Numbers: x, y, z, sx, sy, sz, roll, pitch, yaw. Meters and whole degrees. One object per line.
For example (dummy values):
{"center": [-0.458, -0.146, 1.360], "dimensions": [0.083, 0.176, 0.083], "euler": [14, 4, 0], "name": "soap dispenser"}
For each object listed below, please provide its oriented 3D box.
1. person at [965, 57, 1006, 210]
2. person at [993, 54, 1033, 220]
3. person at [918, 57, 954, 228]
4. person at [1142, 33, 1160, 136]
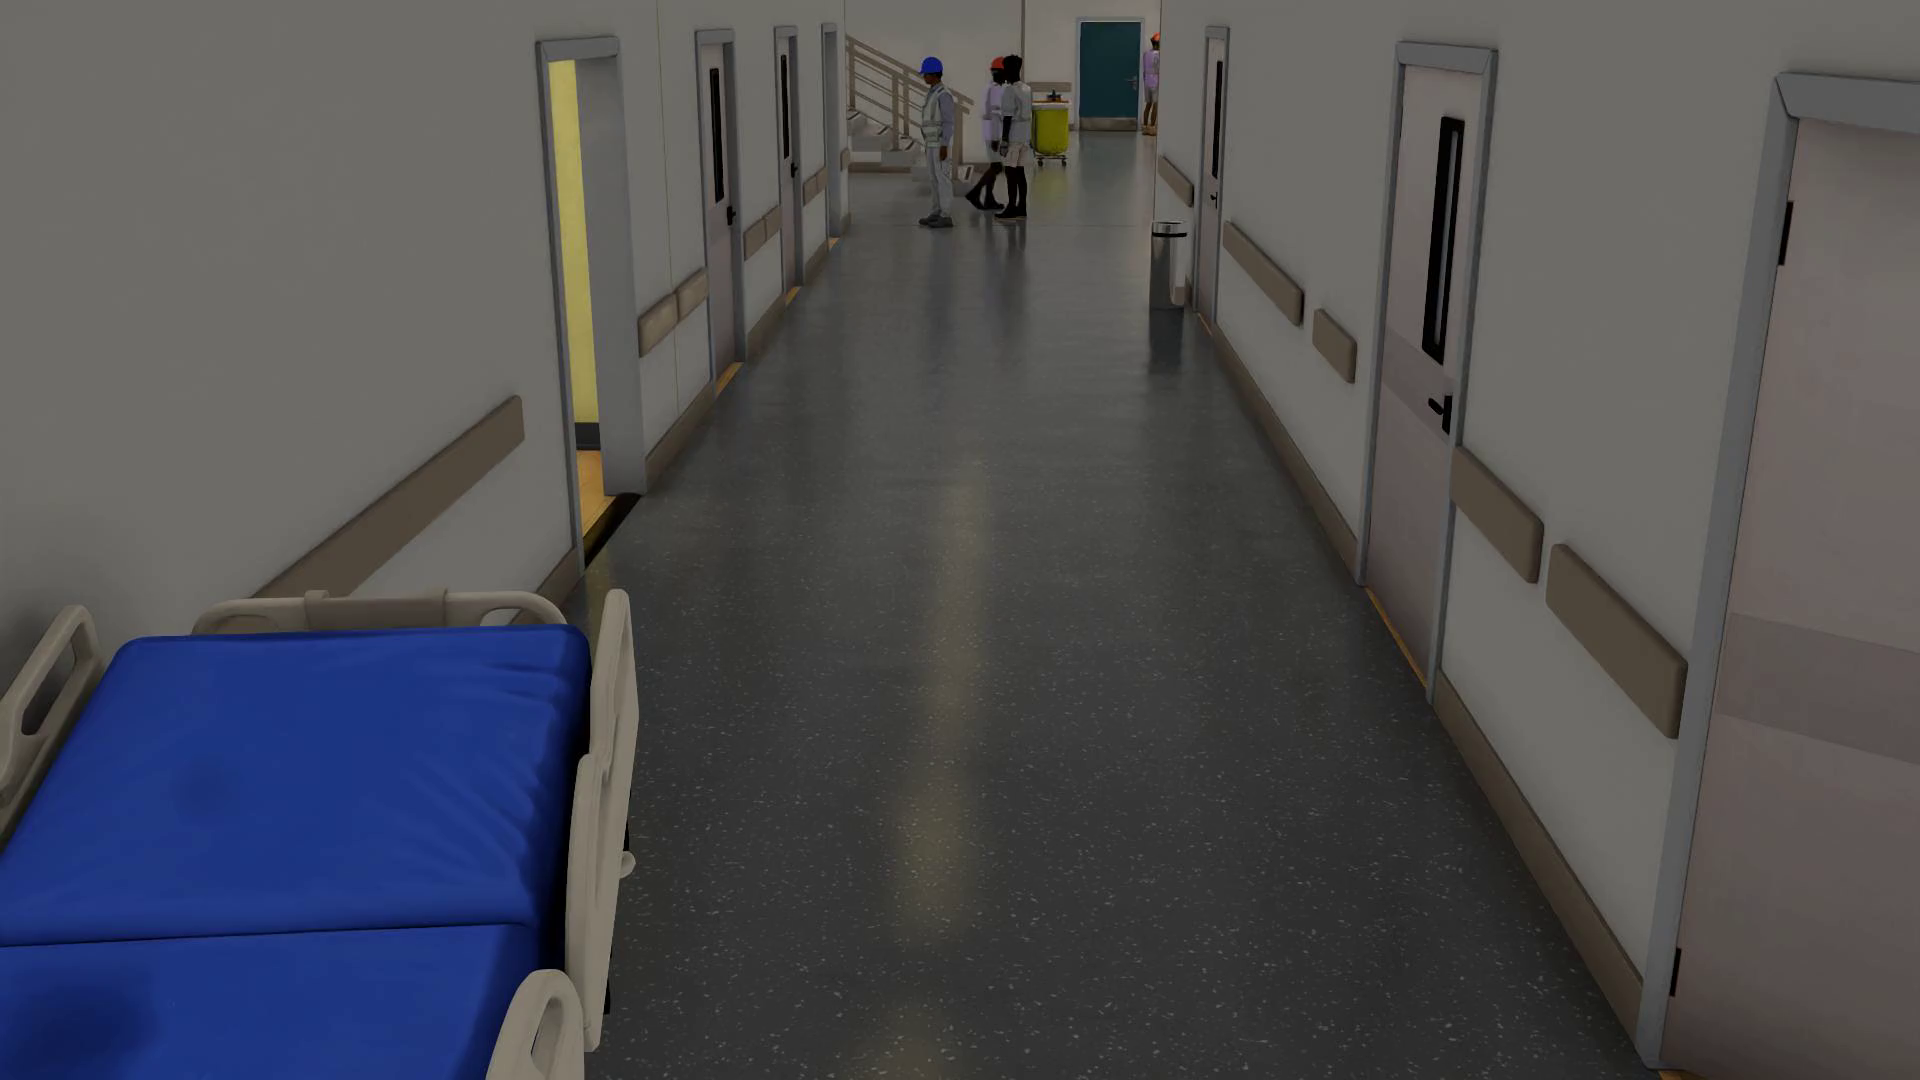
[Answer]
{"center": [0.380, -5.116, 21.003], "dimensions": [0.596, 1.902, 0.577], "euler": [-3, 18, -8], "name": "person"}
{"center": [0.658, -4.860, 20.124], "dimensions": [0.388, 1.951, 0.610], "euler": [9, 20, 25], "name": "person"}
{"center": [-0.277, -4.628, 19.399], "dimensions": [0.404, 1.939, 0.615], "euler": [-6, 19, -19], "name": "person"}
{"center": [3.953, -9.238, 33.748], "dimensions": [0.404, 2.030, 0.619], "euler": [-11, 21, -31], "name": "person"}
